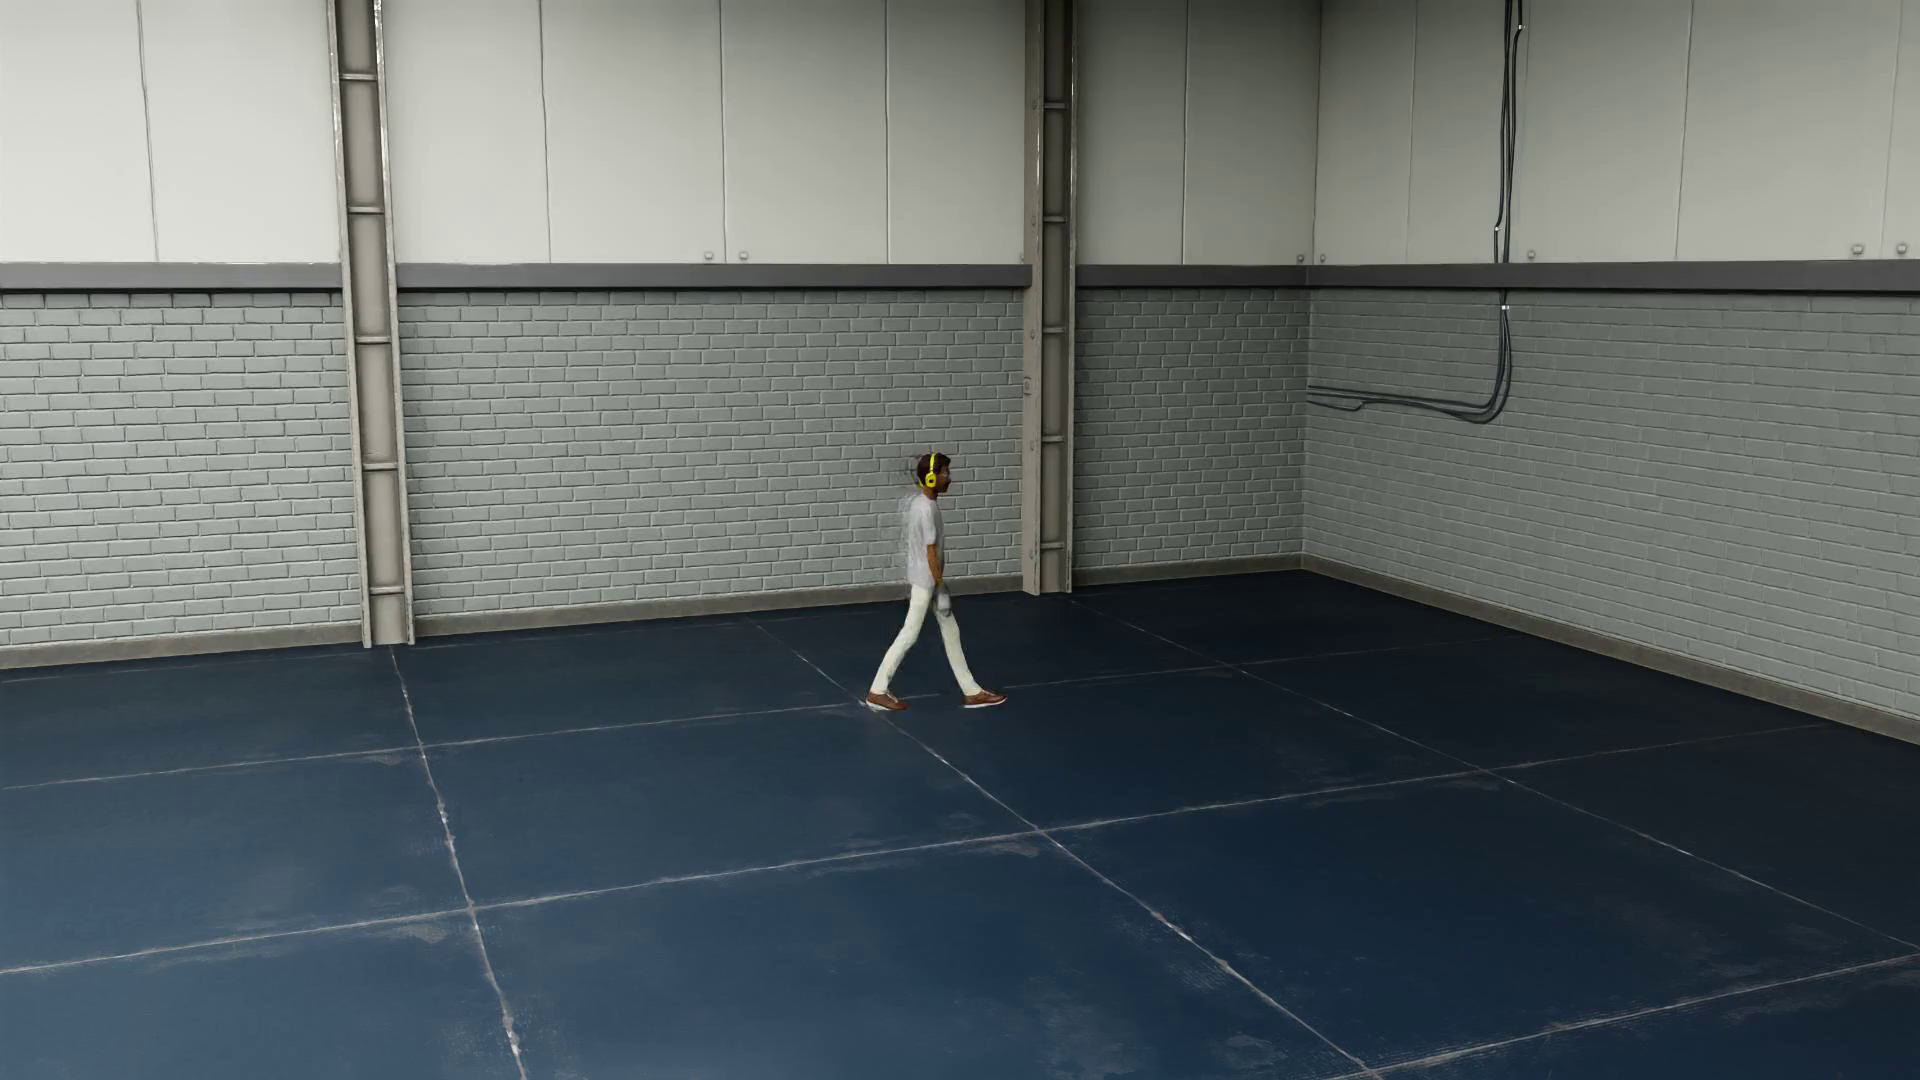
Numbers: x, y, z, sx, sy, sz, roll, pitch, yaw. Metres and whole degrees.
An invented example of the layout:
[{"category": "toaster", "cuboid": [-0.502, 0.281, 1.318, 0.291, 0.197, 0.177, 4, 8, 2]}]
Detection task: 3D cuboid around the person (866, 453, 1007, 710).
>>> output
[{"category": "person", "cuboid": [-0.201, 0.306, 11.526, 0.997, 1.813, 0.546, 0, 9, 1]}]
